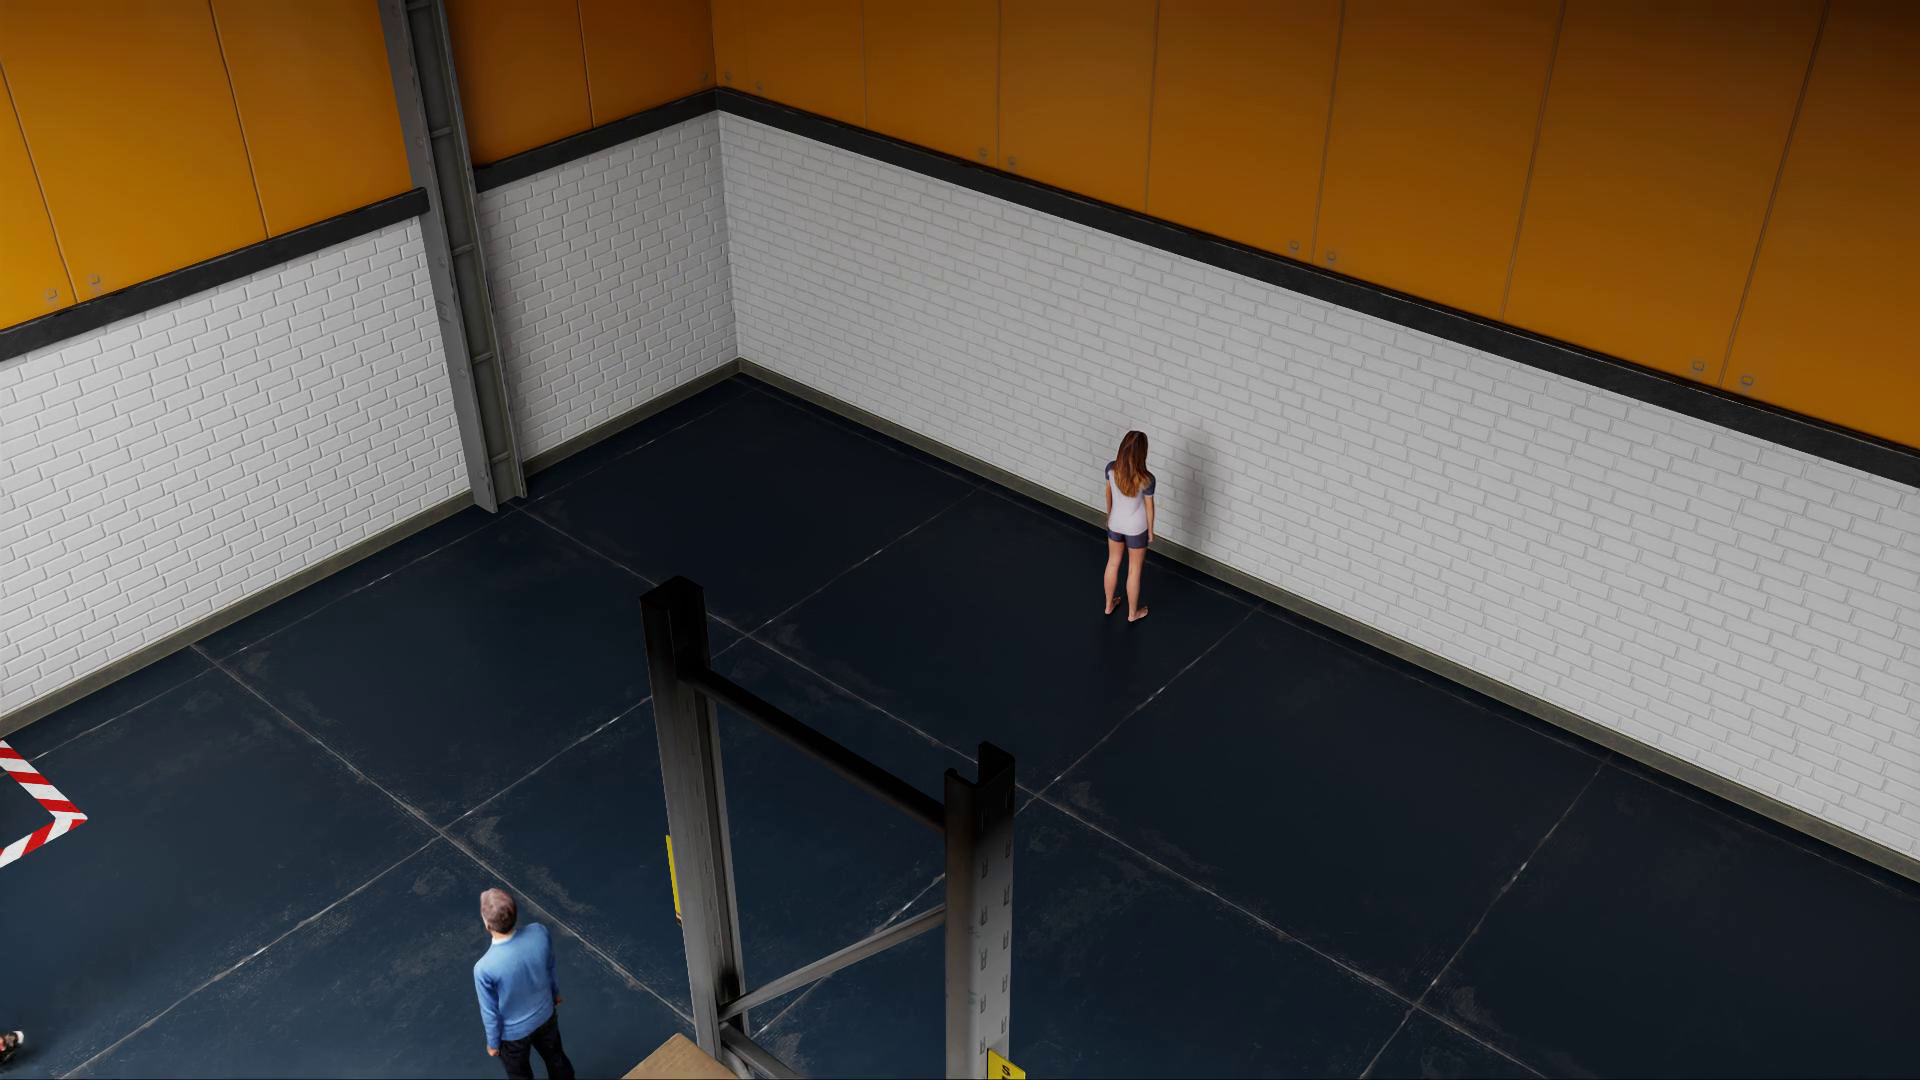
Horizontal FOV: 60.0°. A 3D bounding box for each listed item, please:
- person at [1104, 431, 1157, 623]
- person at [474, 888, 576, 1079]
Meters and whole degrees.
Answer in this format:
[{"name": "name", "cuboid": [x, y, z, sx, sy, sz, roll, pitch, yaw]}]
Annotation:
[{"name": "person", "cuboid": [1.353, -0.113, 13.397, 0.612, 1.733, 0.569, 20, 39, 27]}, {"name": "person", "cuboid": [-2.416, 2.625, 9.202, 0.712, 1.817, 0.482, 24, 40, 31]}]
